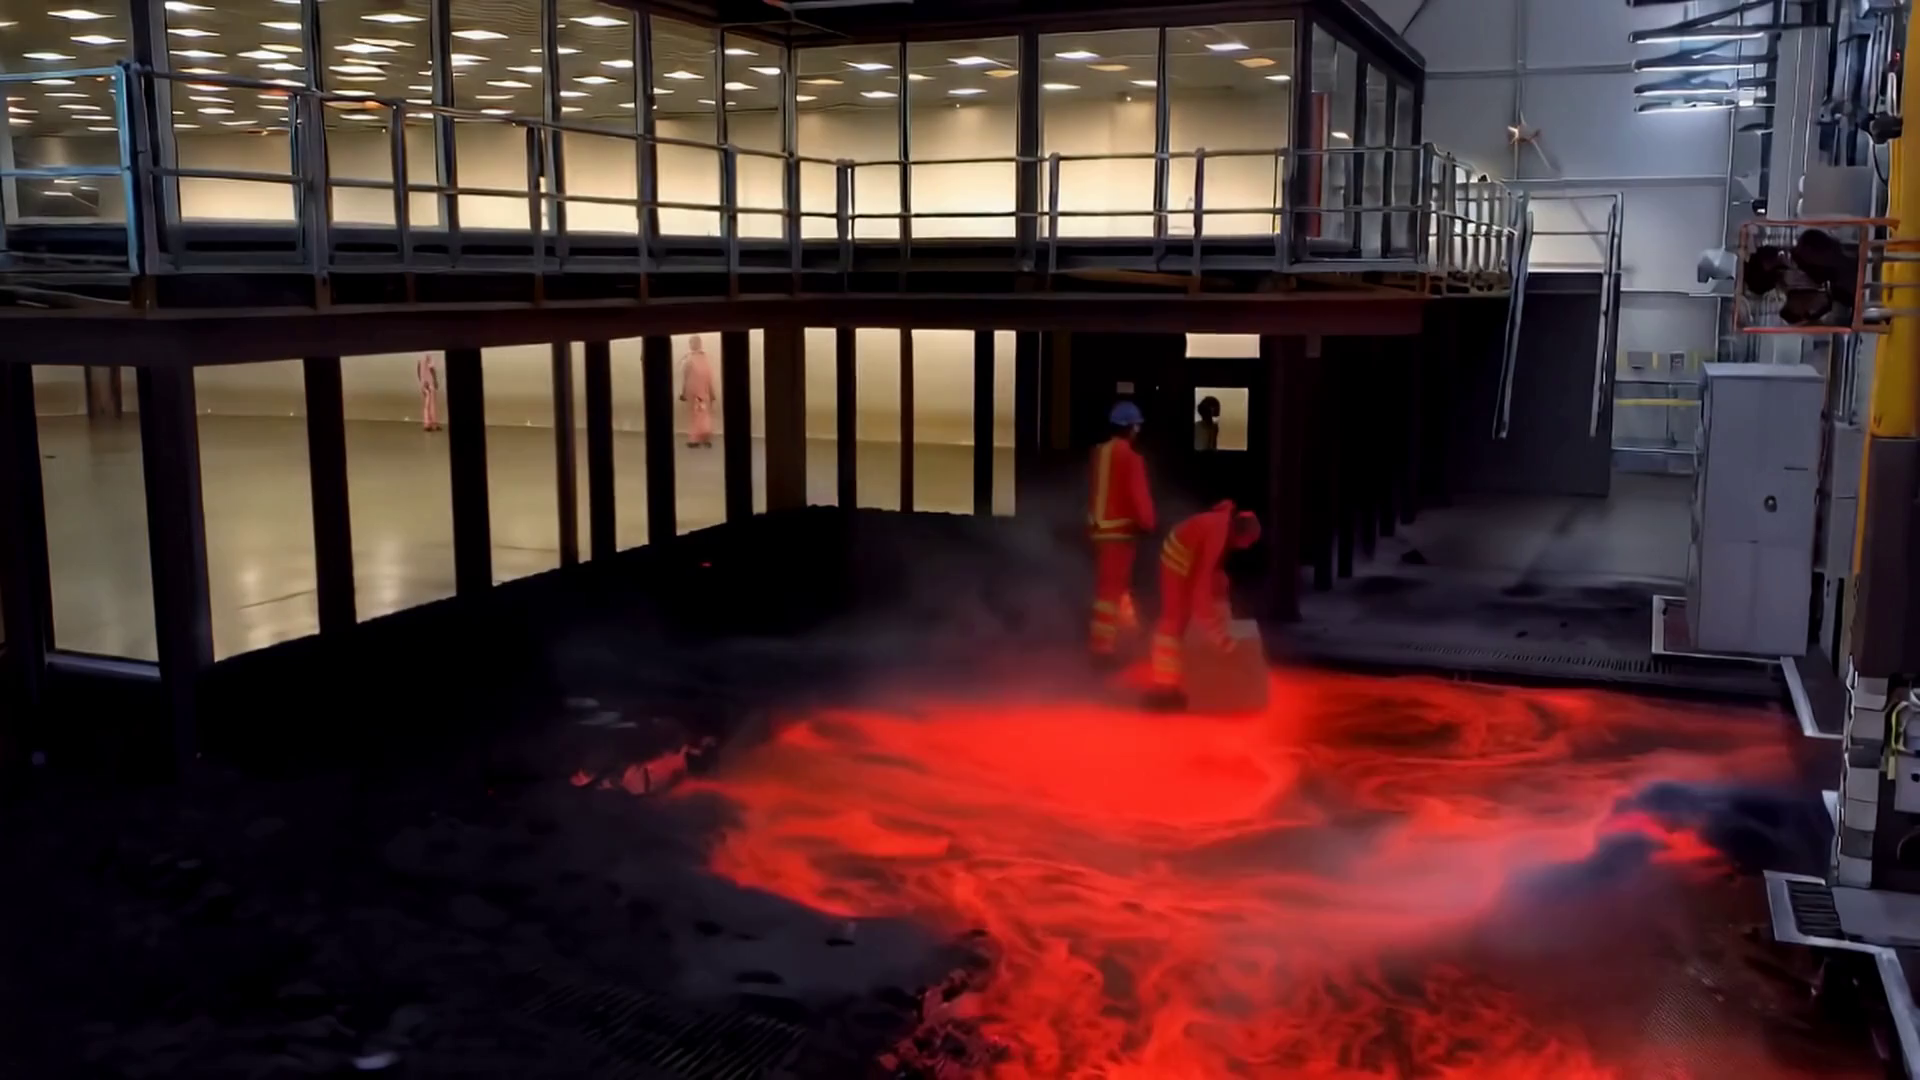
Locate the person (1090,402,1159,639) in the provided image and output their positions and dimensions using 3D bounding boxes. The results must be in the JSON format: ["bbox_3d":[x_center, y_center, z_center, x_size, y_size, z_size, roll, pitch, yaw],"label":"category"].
[{"bbox_3d":[1.455,-0.169,13.927,0.875,1.958,0.646,-5,10,-26],"label":"person"}]
